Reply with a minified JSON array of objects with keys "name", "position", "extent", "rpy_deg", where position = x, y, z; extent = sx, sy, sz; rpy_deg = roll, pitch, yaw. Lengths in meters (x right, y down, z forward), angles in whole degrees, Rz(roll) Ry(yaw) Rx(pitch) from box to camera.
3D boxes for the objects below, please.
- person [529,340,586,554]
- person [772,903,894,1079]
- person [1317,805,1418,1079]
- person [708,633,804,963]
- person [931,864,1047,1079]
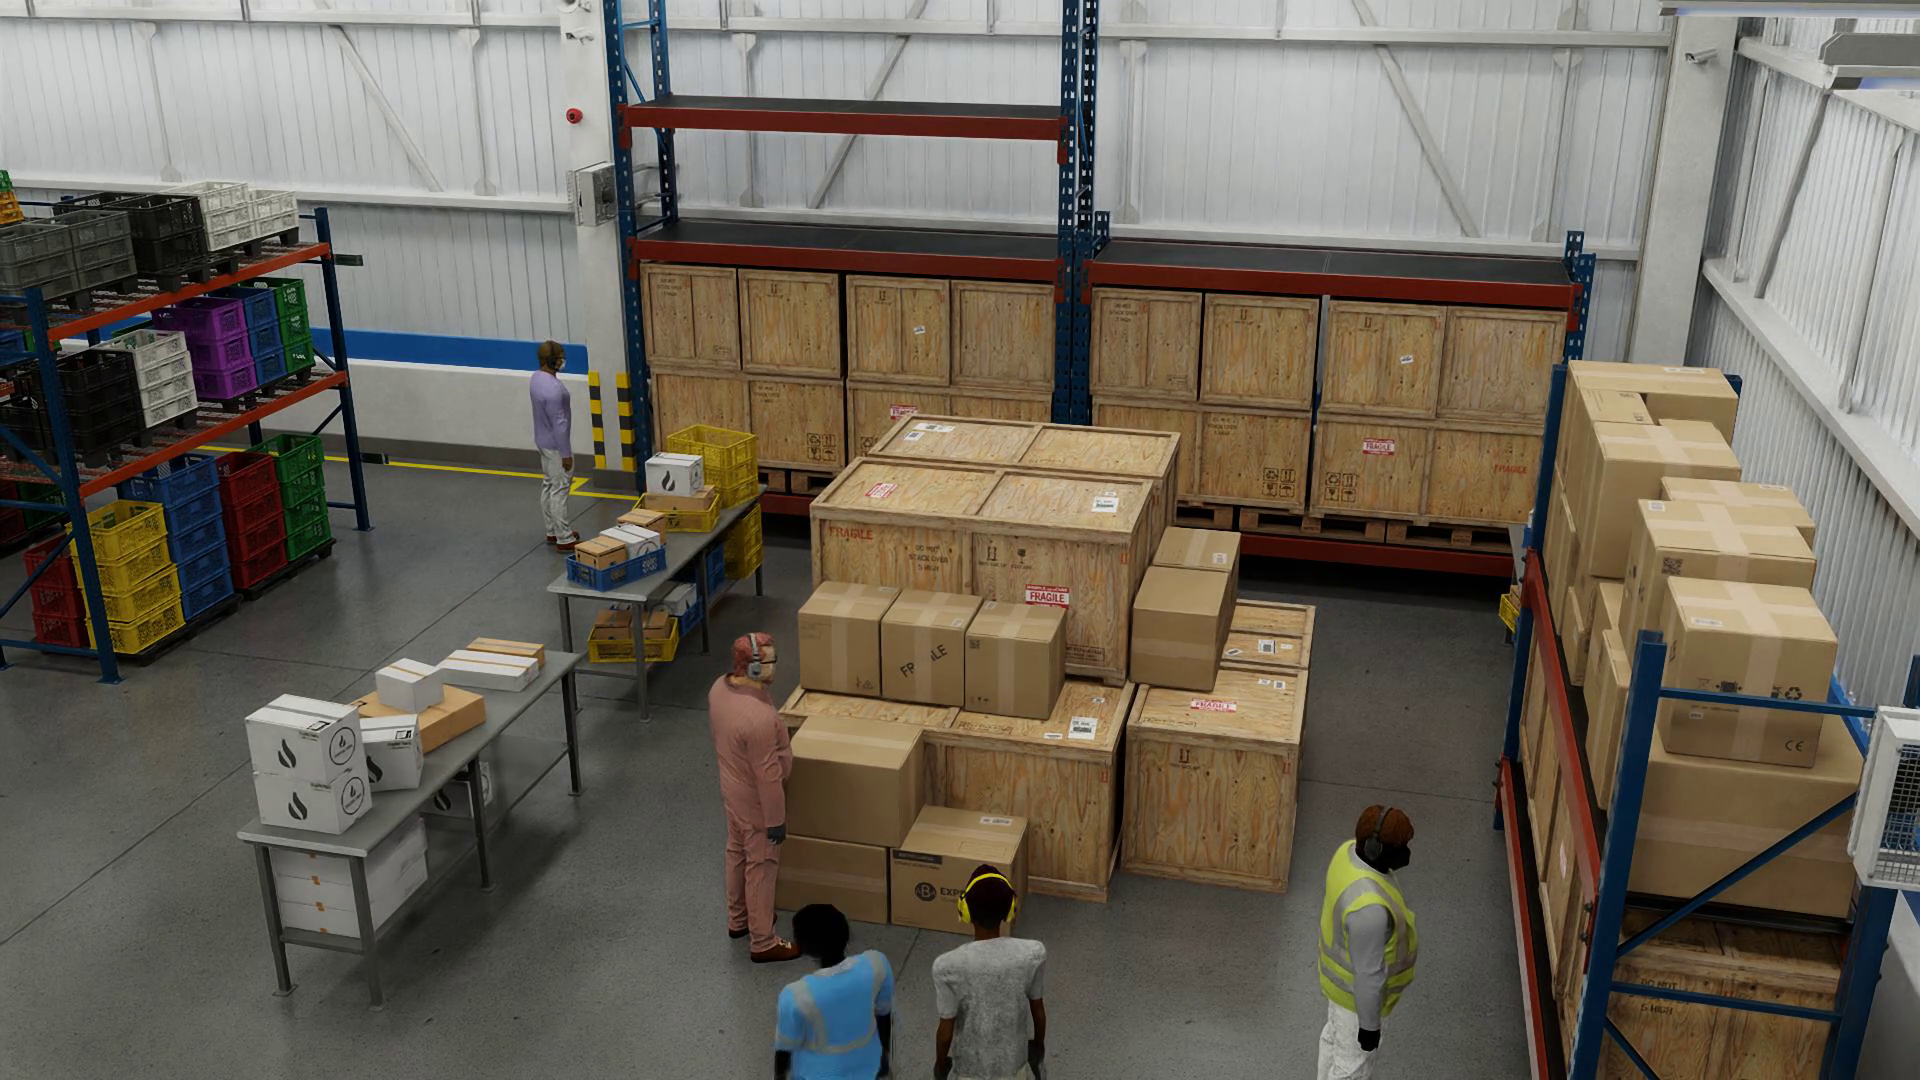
[{"name":"person","position":[-3.611,-0.838,14.884],"extent":[0.372,1.939,0.631],"rpy_deg":[-12,24,-28]},{"name":"person","position":[-0.575,2.239,7.197],"extent":[0.575,1.671,0.590],"rpy_deg":[-13,24,-30]},{"name":"person","position":[1.832,2.022,7.537],"extent":[0.429,1.839,0.633],"rpy_deg":[2,21,5]},{"name":"person","position":[-1.102,1.391,9.099],"extent":[0.403,1.904,0.651],"rpy_deg":[-12,24,-28]},{"name":"person","position":[0.118,2.211,7.013],"extent":[0.519,1.862,0.326],"rpy_deg":[-6,22,-15]}]
